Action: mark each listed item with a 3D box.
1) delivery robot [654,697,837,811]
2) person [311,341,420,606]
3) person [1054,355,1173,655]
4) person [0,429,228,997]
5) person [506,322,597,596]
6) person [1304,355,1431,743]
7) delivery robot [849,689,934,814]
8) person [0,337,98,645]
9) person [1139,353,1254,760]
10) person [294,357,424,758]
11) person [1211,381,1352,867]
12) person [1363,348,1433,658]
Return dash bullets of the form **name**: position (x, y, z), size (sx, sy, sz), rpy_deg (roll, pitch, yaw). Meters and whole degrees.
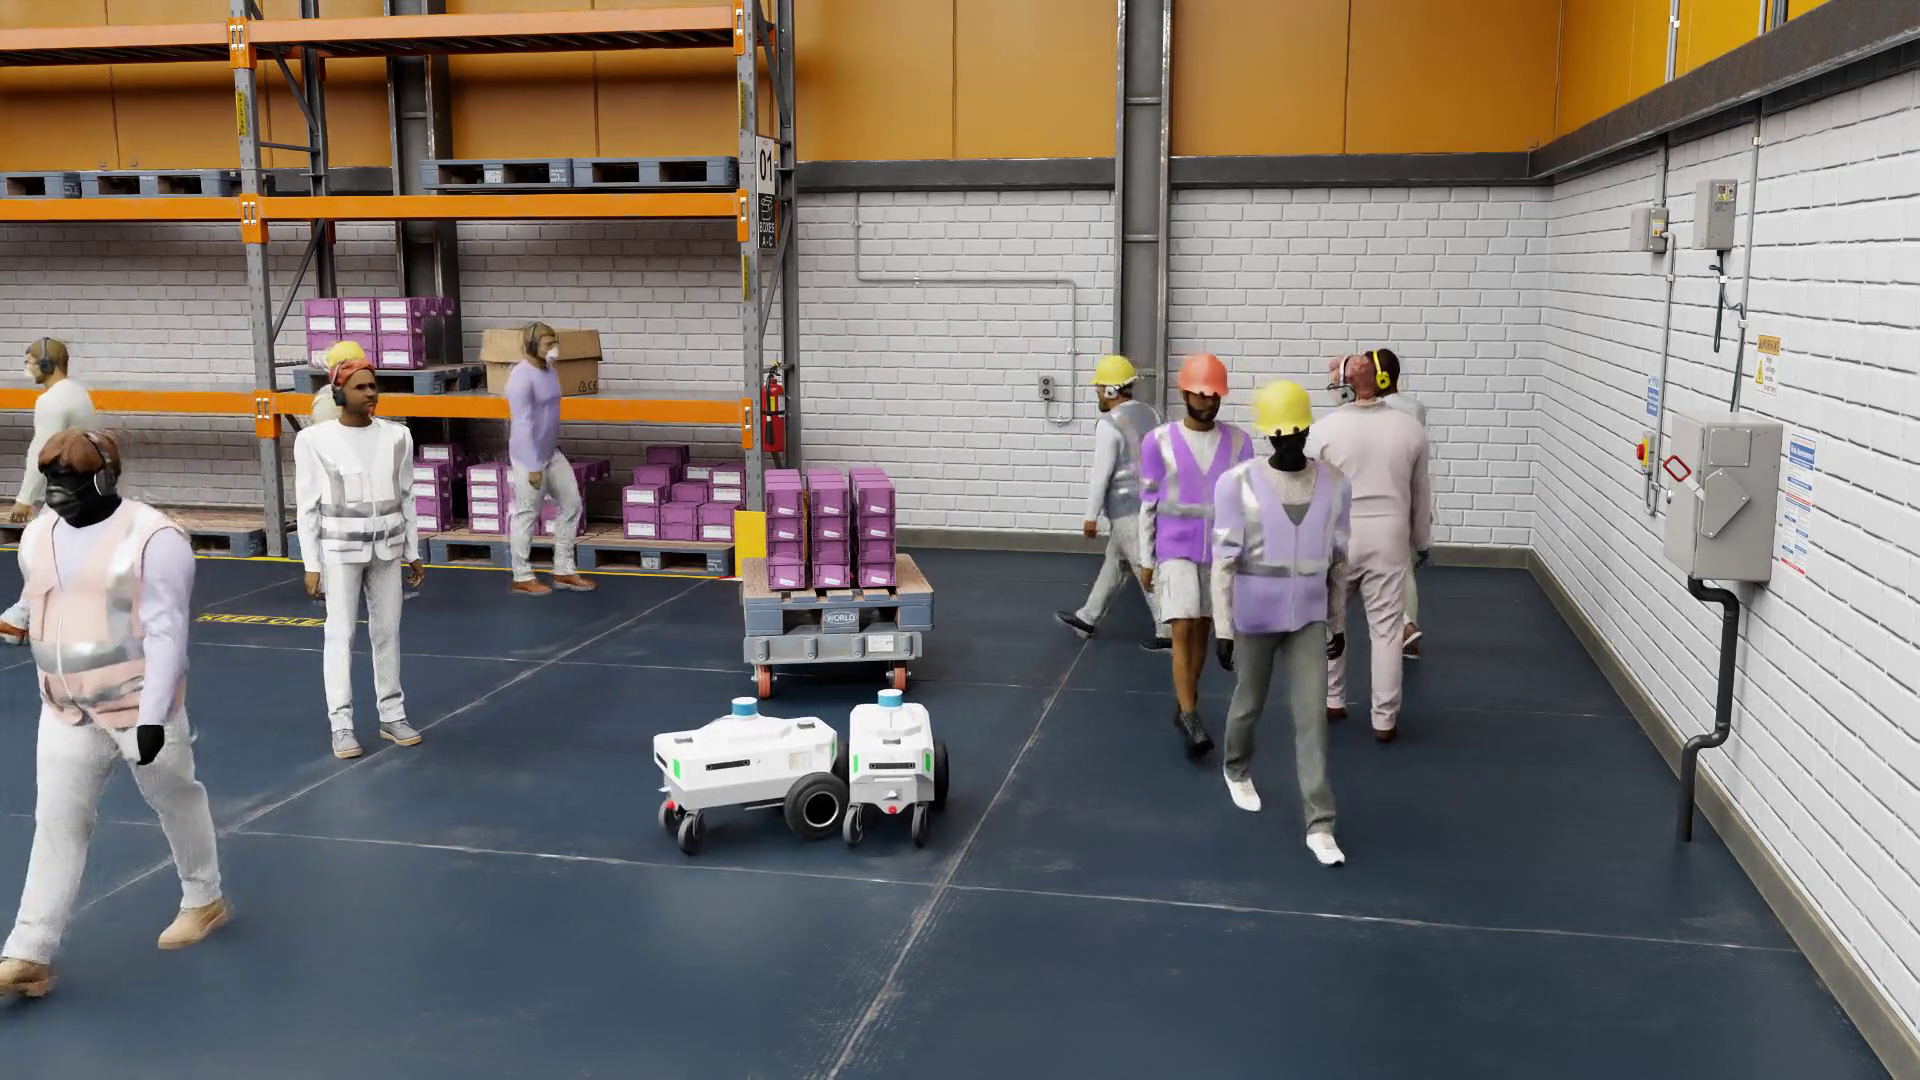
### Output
- **delivery robot**: position (-0.873, 0.884, 6.765), size (0.707, 0.478, 0.477), rpy_deg (-4, 10, -24)
- **person**: position (-4.025, -0.430, 11.203), size (0.771, 1.802, 0.592), rpy_deg (1, 9, 5)
- **person**: position (0.970, -0.216, 10.000), size (0.944, 1.773, 0.603), rpy_deg (6, 11, 32)
- **person**: position (-2.791, 0.544, 5.371), size (0.644, 1.792, 0.942), rpy_deg (2, 10, 12)
- **person**: position (-2.841, -0.547, 11.562), size (0.723, 1.914, 0.665), rpy_deg (2, 10, 11)
- **person**: position (2.009, 0.023, 8.257), size (0.723, 1.874, 0.769), rpy_deg (0, 9, 1)
- **delivery robot**: position (-0.287, 0.863, 6.887), size (0.477, 0.478, 0.707), rpy_deg (-1, 9, -3)
- **person**: position (-5.441, -0.267, 9.993), size (1.055, 1.873, 0.645), rpy_deg (-3, 10, -20)
- **person**: position (1.157, 0.075, 7.889), size (0.556, 1.893, 0.925), rpy_deg (-2, 10, -10)
- **person**: position (-2.840, 0.078, 7.907), size (0.583, 1.884, 0.350), rpy_deg (-9, 13, -43)
- **person**: position (1.287, 0.282, 6.744), size (0.618, 1.874, 0.999), rpy_deg (-2, 10, -10)
- **person**: position (2.556, -0.193, 9.679), size (0.631, 1.845, 0.499), rpy_deg (-5, 11, -29)
